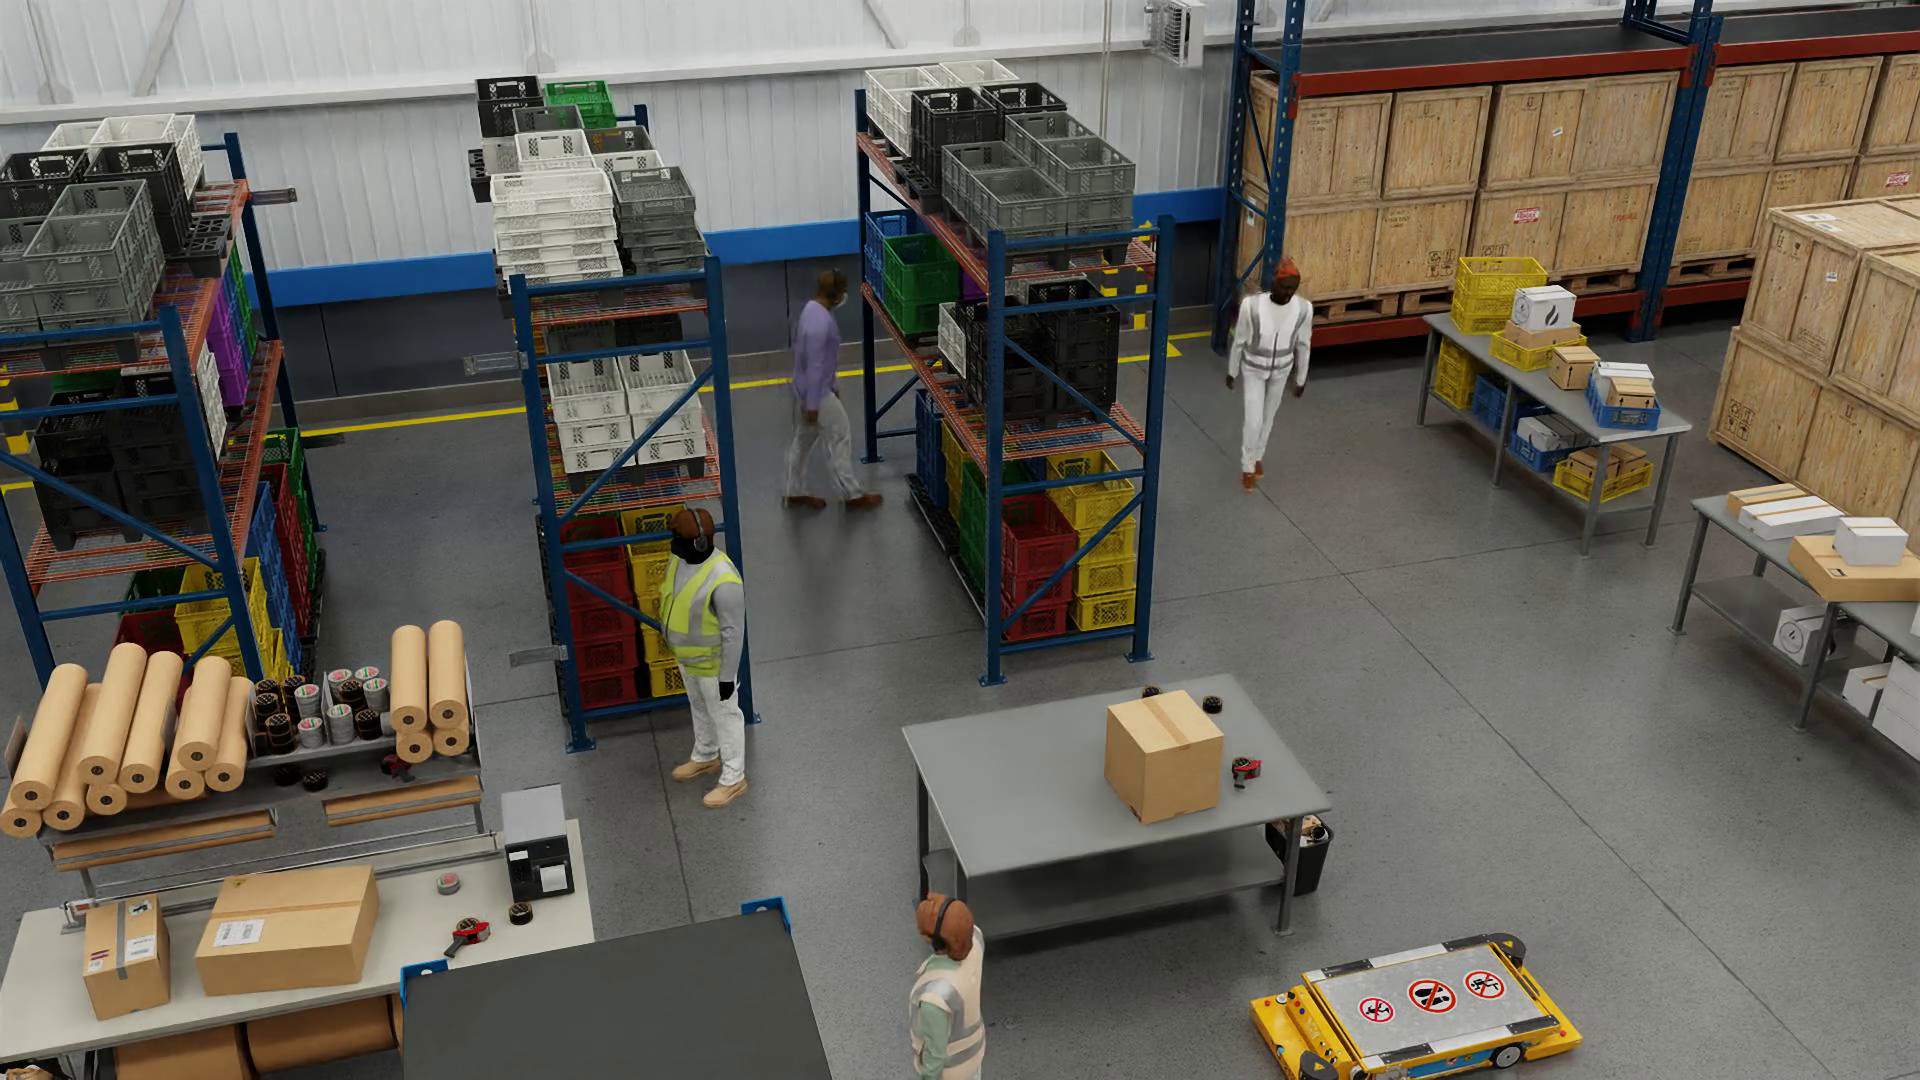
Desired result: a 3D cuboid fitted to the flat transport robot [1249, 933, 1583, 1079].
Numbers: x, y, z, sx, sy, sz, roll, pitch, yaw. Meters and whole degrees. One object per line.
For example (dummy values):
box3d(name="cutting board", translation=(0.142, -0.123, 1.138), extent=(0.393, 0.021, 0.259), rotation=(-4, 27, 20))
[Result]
box3d(name="flat transport robot", translation=(2.184, 2.282, 7.980), extent=(1.431, 0.197, 0.652), rotation=(-8, 30, -14))

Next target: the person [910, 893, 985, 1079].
box3d(name="person", translation=(-0.046, 2.121, 6.860), extent=(0.308, 1.640, 0.510), rotation=(9, 30, 16))

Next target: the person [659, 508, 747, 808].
box3d(name="person", translation=(-1.441, 0.647, 9.337), extent=(0.429, 1.845, 0.621), rotation=(-20, 35, -32))

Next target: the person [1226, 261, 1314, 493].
box3d(name="person", translation=(2.385, -1.266, 12.806), extent=(0.598, 1.850, 0.681), rotation=(-3, 29, -5))

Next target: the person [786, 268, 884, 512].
box3d(name="person", translation=(-0.951, -1.103, 12.479), extent=(0.878, 1.884, 0.688), rotation=(-4, 29, -8))
